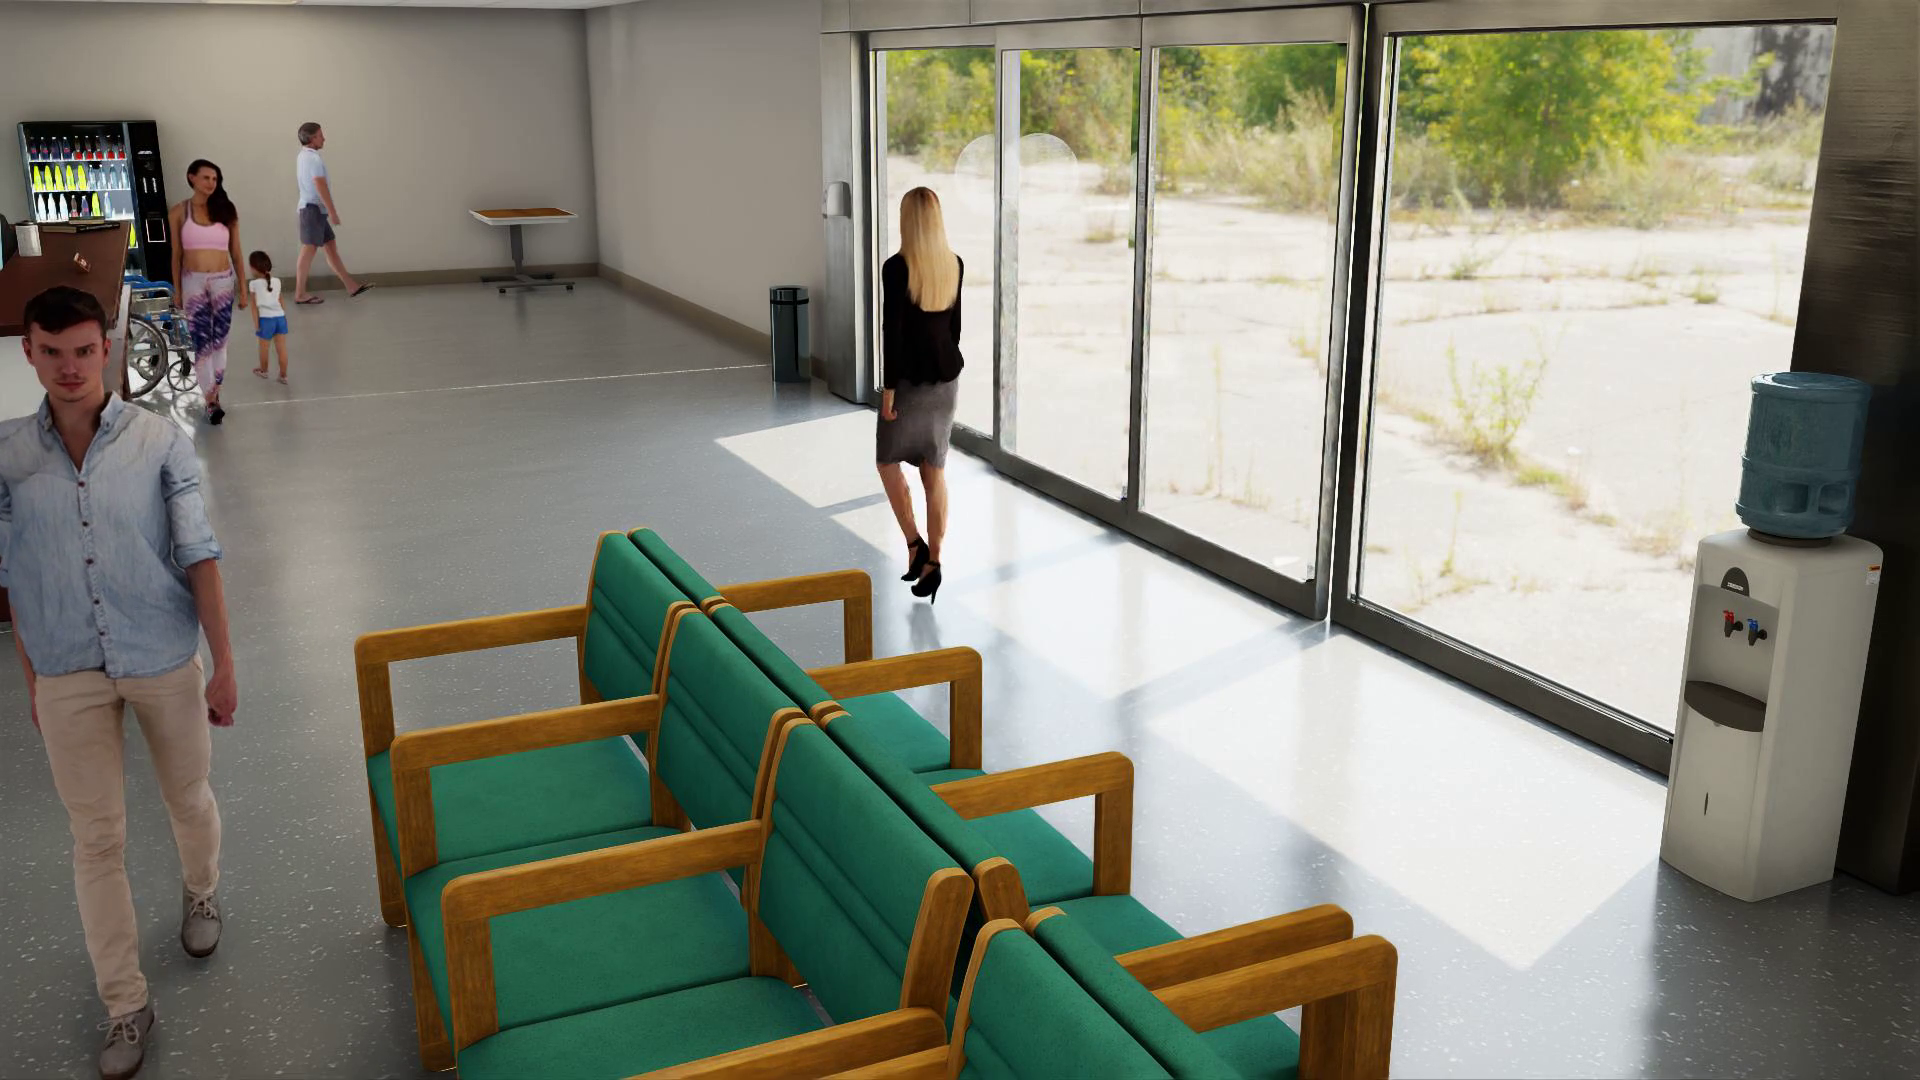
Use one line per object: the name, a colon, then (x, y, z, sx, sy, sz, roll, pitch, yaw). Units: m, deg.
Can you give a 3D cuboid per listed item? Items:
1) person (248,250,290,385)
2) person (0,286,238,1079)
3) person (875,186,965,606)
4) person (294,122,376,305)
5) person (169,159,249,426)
person: (-5.219, -1.675, 12.626, 0.644, 1.000, 0.599, -13, 20, -38)
person: (-2.060, 0.287, 4.138, 1.008, 1.830, 0.787, -5, 17, -19)
person: (-0.105, -0.597, 7.285, 0.638, 1.824, 0.734, -11, 19, -35)
person: (-6.644, -3.286, 16.866, 1.037, 1.801, 0.712, -8, 18, -26)
person: (-5.083, -1.660, 11.239, 1.070, 1.725, 0.747, -9, 18, -28)
